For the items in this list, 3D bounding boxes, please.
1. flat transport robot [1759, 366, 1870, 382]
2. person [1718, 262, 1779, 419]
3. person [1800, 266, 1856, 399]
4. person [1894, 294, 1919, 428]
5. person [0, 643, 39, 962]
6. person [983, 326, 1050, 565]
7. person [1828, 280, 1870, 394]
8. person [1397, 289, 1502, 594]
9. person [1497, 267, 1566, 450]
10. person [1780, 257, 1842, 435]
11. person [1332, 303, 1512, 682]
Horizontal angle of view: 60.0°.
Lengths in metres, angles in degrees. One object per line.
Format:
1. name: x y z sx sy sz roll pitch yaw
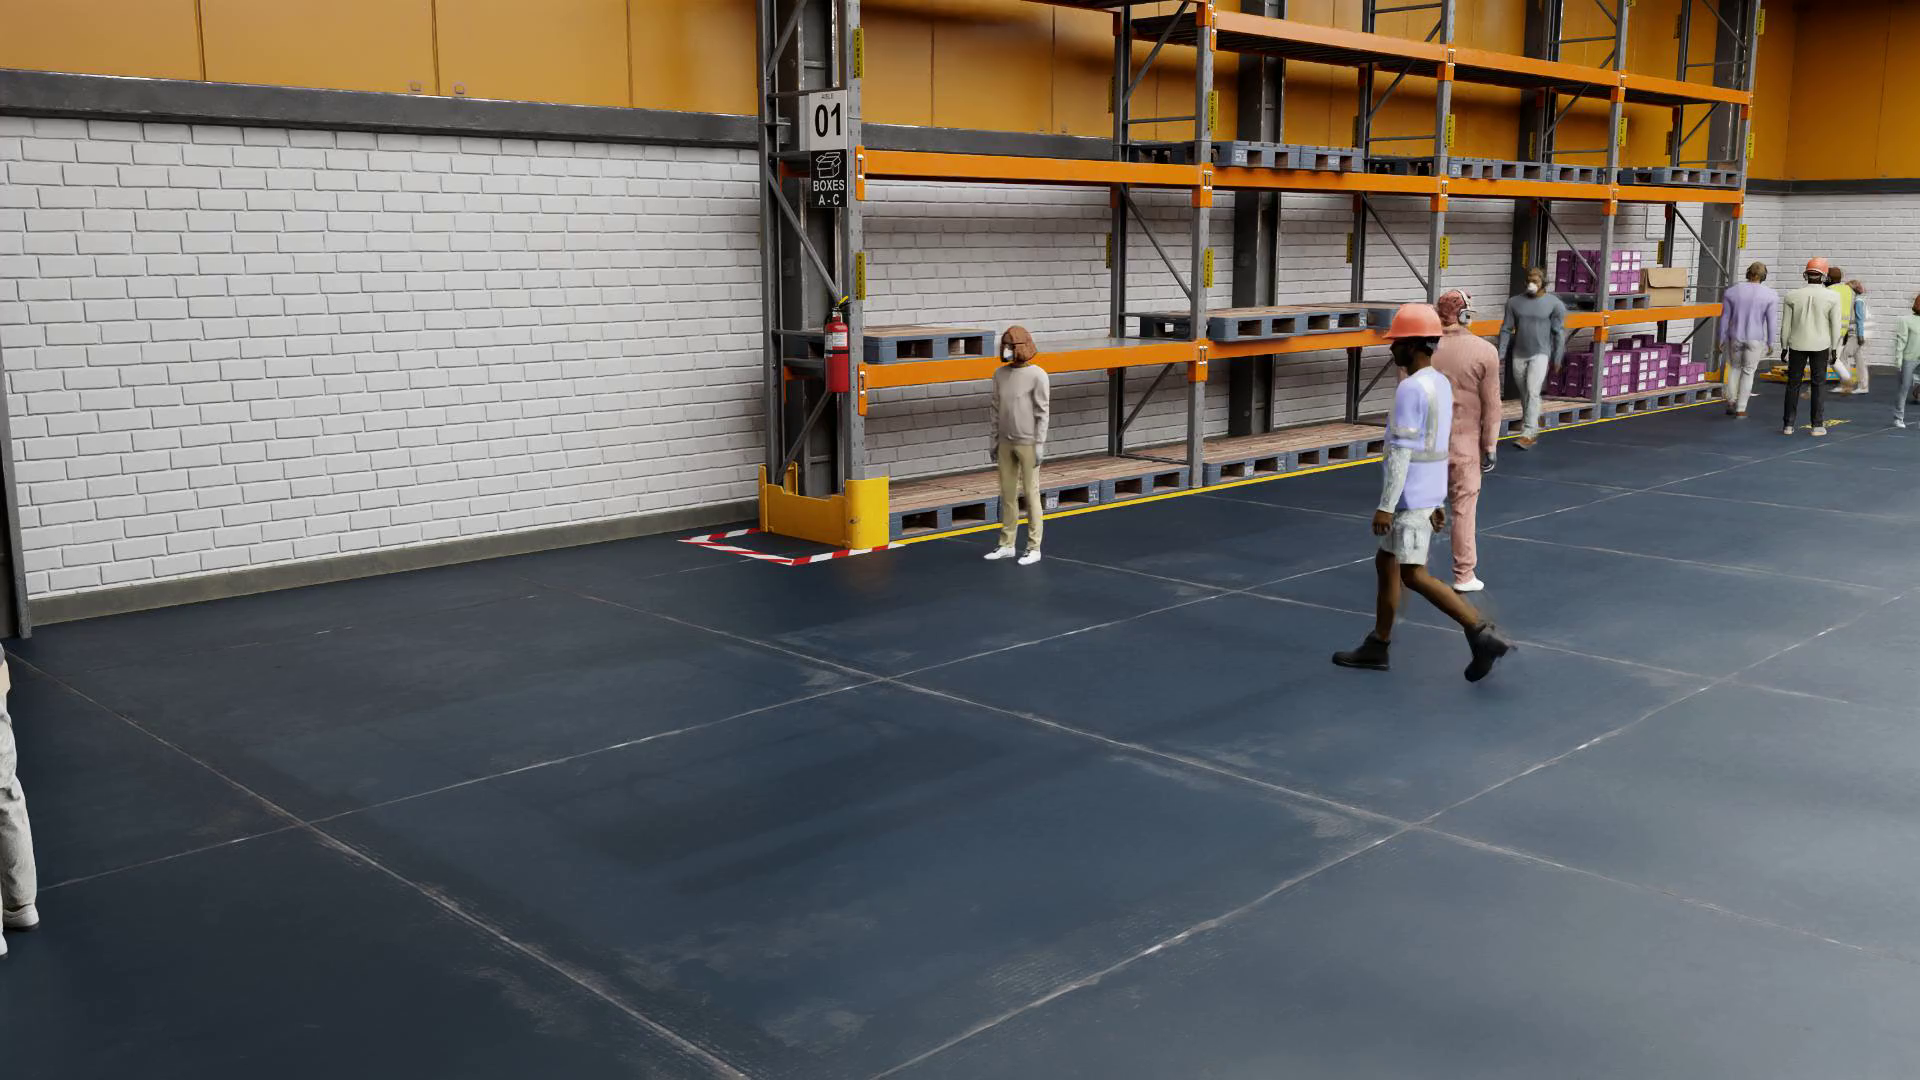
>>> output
1. flat transport robot: 13.115 -2.558 25.520 1.431 0.197 0.652 -2 11 -10
2. person: 9.653 -2.435 20.355 0.645 1.917 0.506 8 13 39
3. person: 11.829 -2.796 22.571 0.635 1.818 0.631 -4 11 -18
4. person: 11.067 -2.055 19.174 0.535 1.588 0.835 1 10 7
5. person: -3.103 0.498 5.127 0.310 1.638 0.523 -1 10 -4
6. person: 0.396 -0.644 11.378 0.523 1.631 0.284 10 14 43
7. person: 12.582 -2.860 23.485 0.639 1.605 0.530 5 12 26
8. person: 3.078 -0.619 10.494 0.651 1.904 0.402 6 12 30
9. person: 5.939 -1.896 17.470 0.641 1.900 0.939 10 14 43
10. person: 9.563 -2.173 18.718 0.613 1.994 0.381 7 13 34
11. person: 2.357 -0.227 8.344 0.859 1.915 0.545 5 12 28
